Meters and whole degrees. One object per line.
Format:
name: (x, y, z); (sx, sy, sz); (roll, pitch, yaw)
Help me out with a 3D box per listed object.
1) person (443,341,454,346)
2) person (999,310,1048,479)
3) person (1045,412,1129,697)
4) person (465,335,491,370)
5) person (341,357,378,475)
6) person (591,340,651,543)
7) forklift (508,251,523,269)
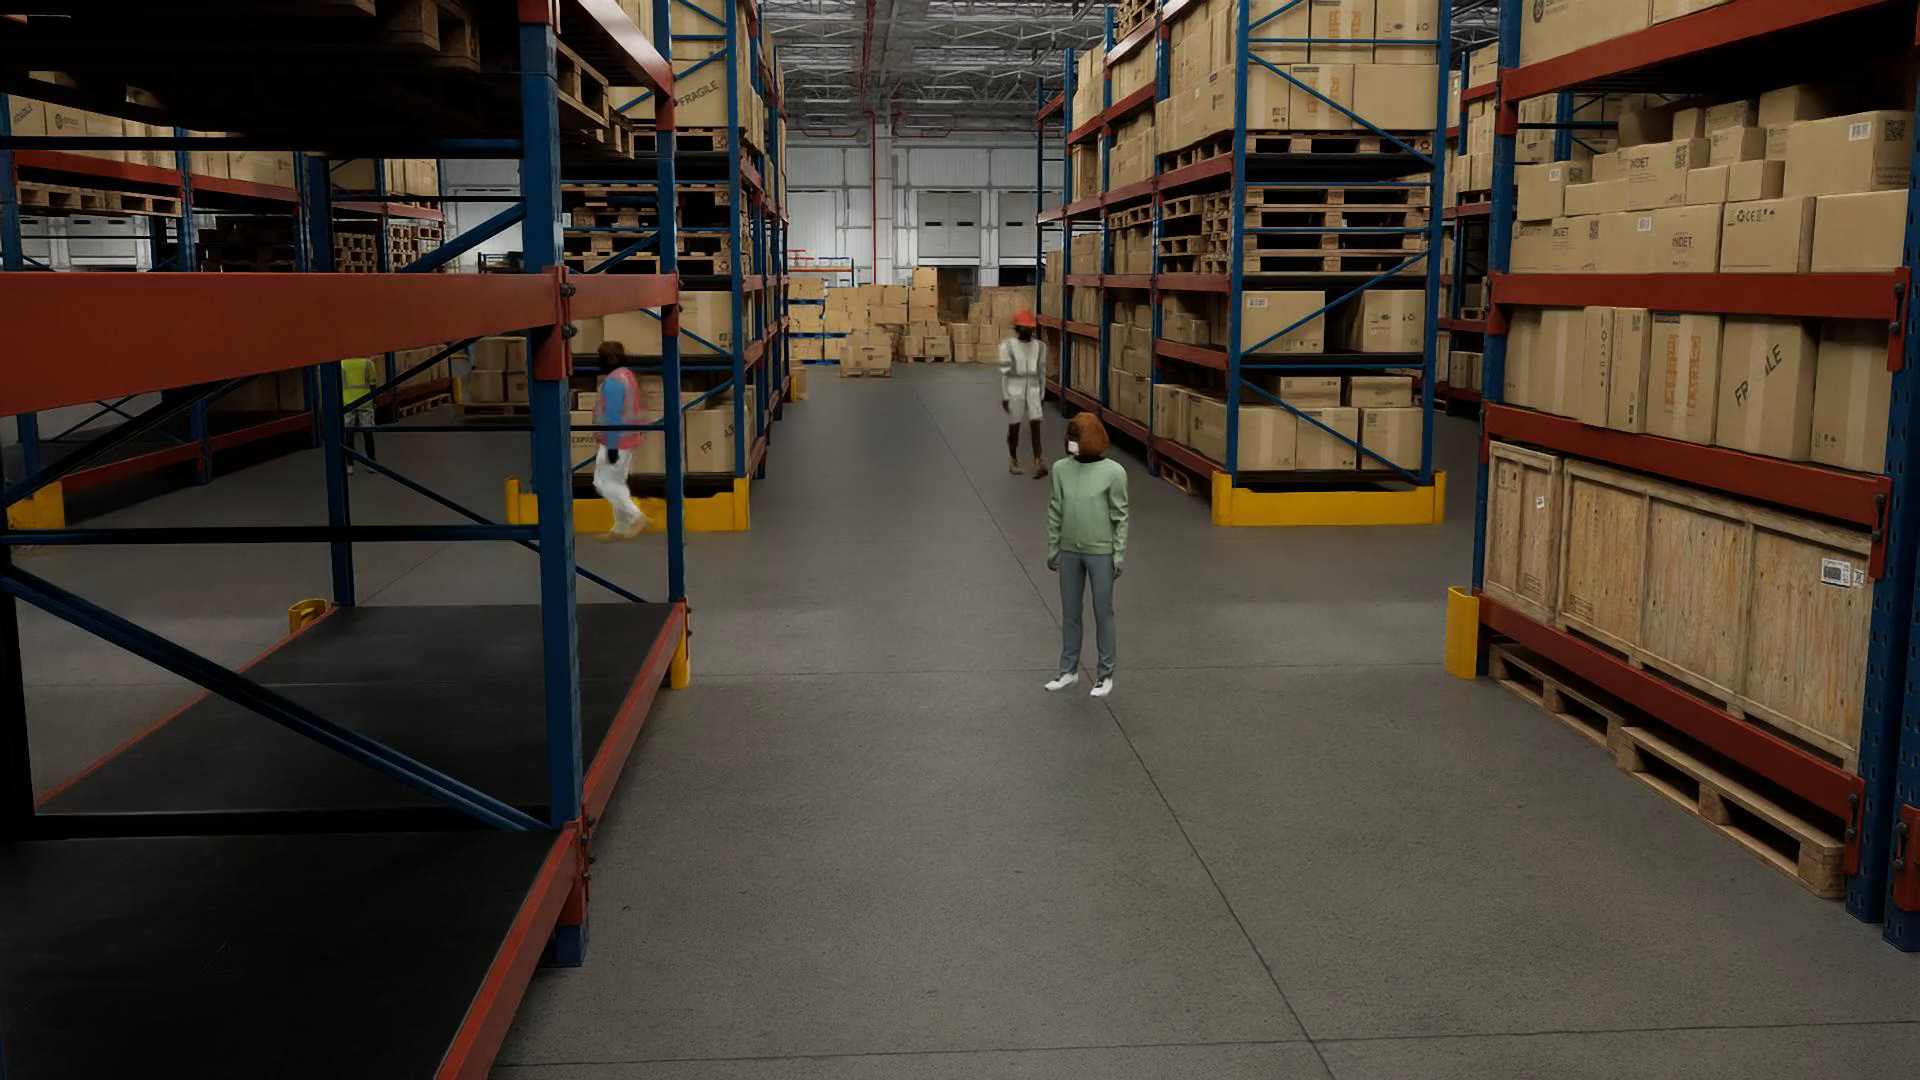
person: (-16.700, -7.179, 54.274); (0.589, 1.899, 0.802); (4, 10, 22)
person: (0.766, -1.718, 19.717); (0.624, 1.981, 1.052); (-2, 9, -13)
person: (0.722, 0.083, 9.514); (0.502, 1.631, 0.285); (6, 11, 34)
person: (-9.499, -3.671, 32.930); (0.544, 1.678, 0.580); (-7, 11, -37)
person: (-7.284, -1.625, 20.038); (0.537, 1.696, 0.318); (-6, 11, -32)
person: (-3.055, -0.859, 14.816); (0.438, 1.830, 0.655); (0, 9, -1)
forklift: (-7.569, -3.783, 29.881); (1.129, 2.768, 1.873); (-1, 9, -4)
